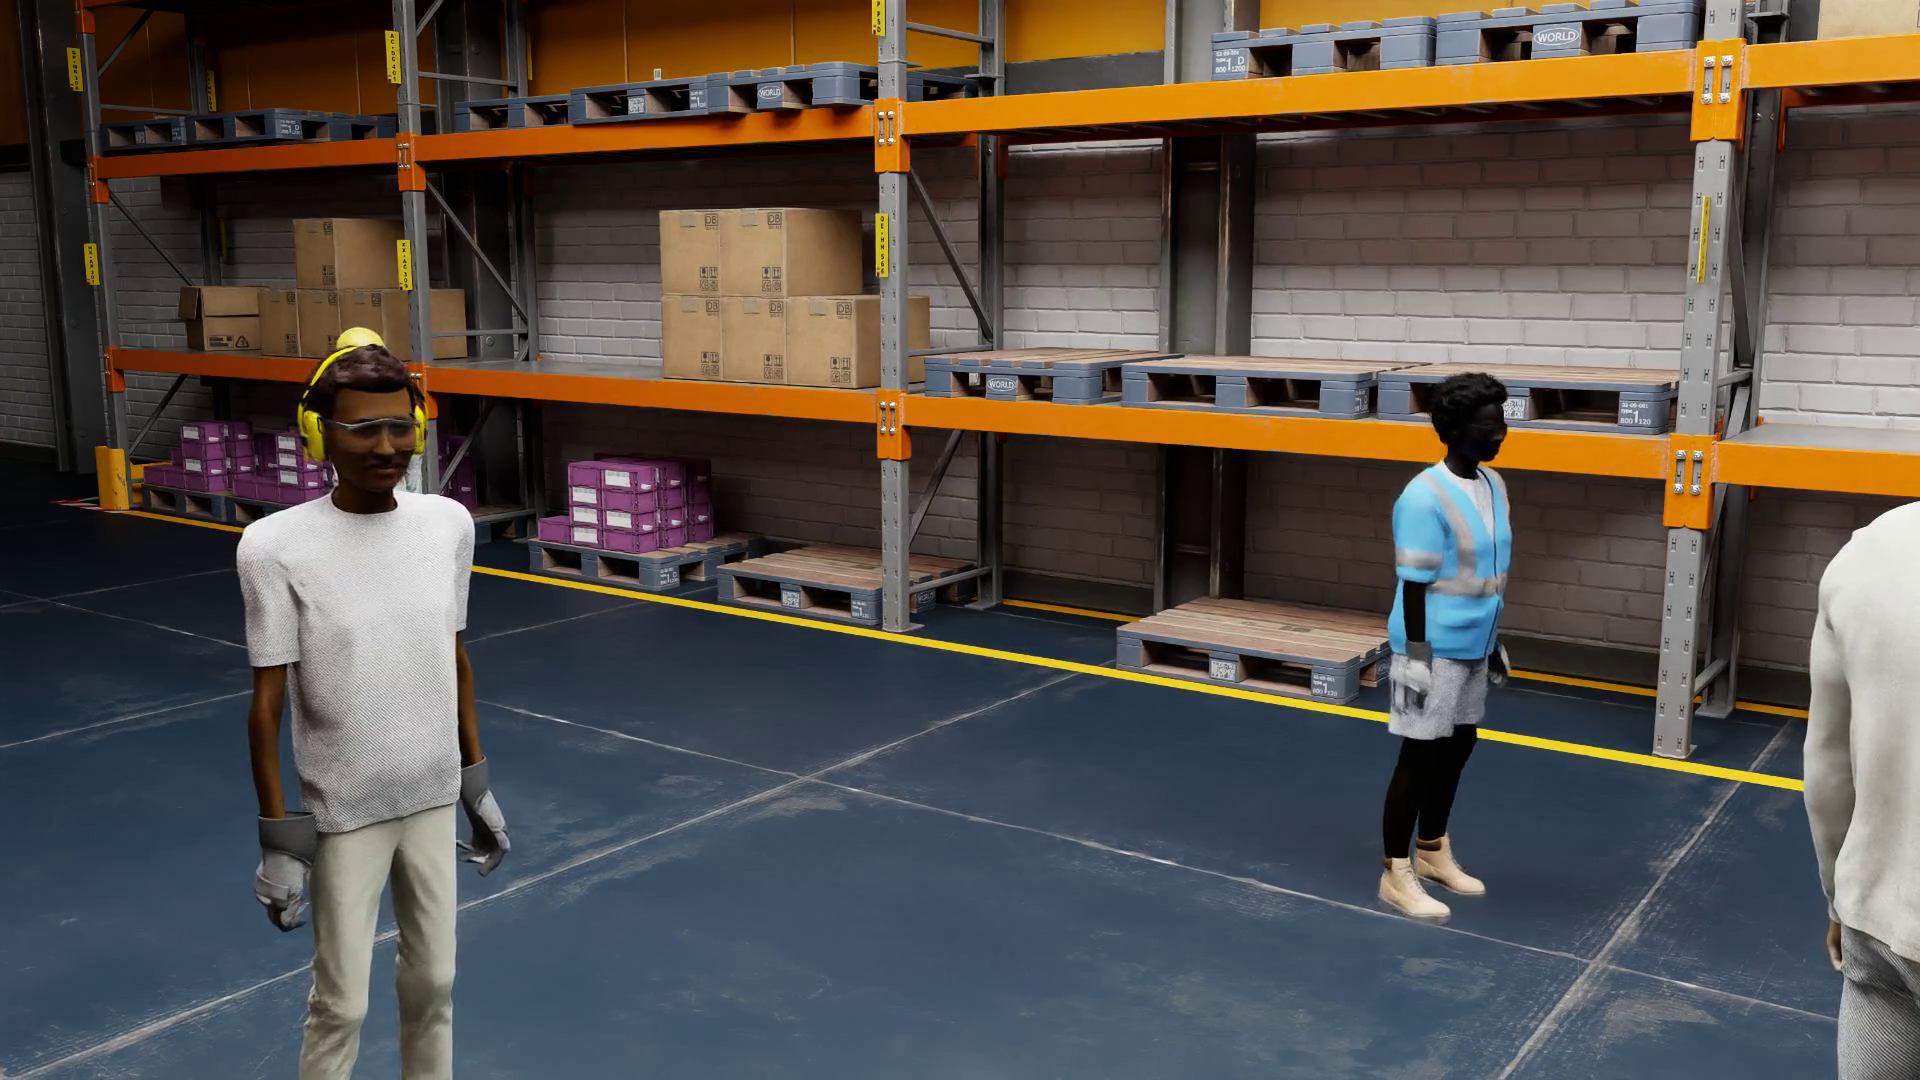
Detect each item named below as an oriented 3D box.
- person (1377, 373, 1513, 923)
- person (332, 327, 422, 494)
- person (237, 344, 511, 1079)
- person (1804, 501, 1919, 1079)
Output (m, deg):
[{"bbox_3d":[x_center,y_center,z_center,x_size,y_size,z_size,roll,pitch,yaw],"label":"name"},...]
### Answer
[{"bbox_3d":[1.511,0.332,5.149,0.327,1.691,0.553,9,13,43],"label":"person"},{"bbox_3d":[-2.551,-0.054,7.260,0.304,1.739,0.485,5,11,27],"label":"person"},{"bbox_3d":[-1.140,0.545,3.313,0.313,1.866,0.539,8,12,39],"label":"person"},{"bbox_3d":[1.545,0.638,2.541,0.353,1.937,0.635,-2,10,-10],"label":"person"}]
